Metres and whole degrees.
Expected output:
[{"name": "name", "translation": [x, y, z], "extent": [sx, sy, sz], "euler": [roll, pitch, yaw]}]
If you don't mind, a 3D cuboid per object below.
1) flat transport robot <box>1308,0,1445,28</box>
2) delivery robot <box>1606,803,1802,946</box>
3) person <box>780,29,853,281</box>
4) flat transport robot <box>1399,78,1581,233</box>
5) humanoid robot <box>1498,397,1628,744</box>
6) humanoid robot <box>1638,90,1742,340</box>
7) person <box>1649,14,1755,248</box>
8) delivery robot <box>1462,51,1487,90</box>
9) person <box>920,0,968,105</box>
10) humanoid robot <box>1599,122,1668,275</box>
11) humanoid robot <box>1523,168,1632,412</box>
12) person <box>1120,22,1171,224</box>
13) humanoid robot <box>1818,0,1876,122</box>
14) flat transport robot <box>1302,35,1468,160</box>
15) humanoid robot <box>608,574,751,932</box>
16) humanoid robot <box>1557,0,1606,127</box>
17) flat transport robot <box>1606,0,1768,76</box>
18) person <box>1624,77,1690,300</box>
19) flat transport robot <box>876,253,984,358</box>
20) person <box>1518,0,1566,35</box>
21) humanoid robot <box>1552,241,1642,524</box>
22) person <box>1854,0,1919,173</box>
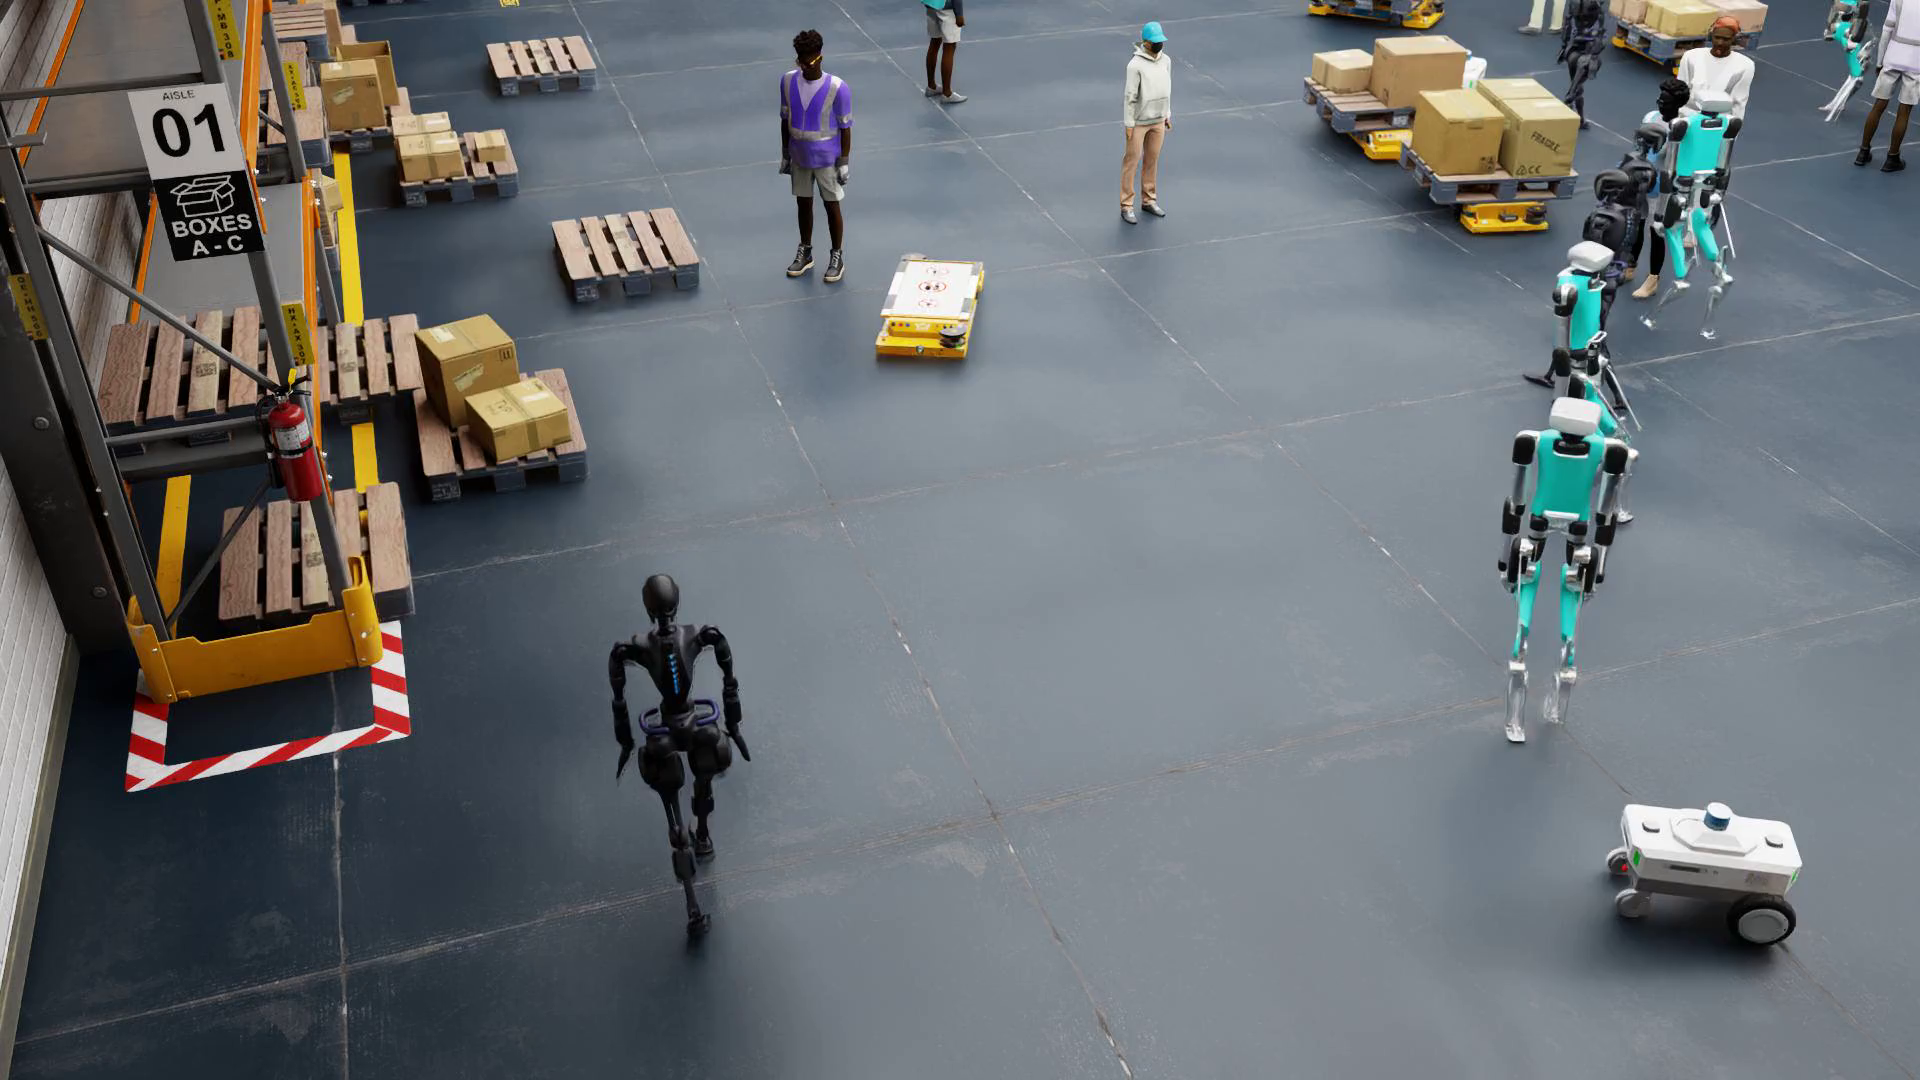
[{"name": "flat transport robot", "translation": [4.862, -6.219, 19.397], "extent": [1.431, 0.231, 0.659], "euler": [17, 37, 24]}, {"name": "delivery robot", "translation": [3.334, 1.438, 7.409], "extent": [0.812, 0.614, 0.499], "euler": [6, 34, 9]}, {"name": "person", "translation": [-1.122, -2.966, 12.859], "extent": [0.602, 1.962, 0.368], "euler": [13, 35, 19]}, {"name": "flat transport robot", "translation": [4.546, -3.036, 14.514], "extent": [0.659, 0.231, 1.431], "euler": [-3, 33, -5]}, {"name": "humanoid robot", "translation": [2.883, 0.241, 8.168], "extent": [0.560, 1.787, 0.801], "euler": [10, 34, 15]}, {"name": "humanoid robot", "translation": [5.377, -2.269, 12.031], "extent": [0.532, 1.801, 0.799], "euler": [-6, 34, -8]}, {"name": "person", "translation": [5.997, -3.310, 13.463], "extent": [0.574, 1.879, 0.353], "euler": [20, 38, 28]}, {"name": "delivery robot", "translation": [5.004, -4.563, 16.603], "extent": [0.499, 0.603, 0.803], "euler": [15, 36, 21]}, {"name": "person", "translation": [-0.161, -5.314, 16.493], "extent": [0.454, 1.931, 0.554], "euler": [-20, 38, -28]}, {"name": "humanoid robot", "translation": [4.696, -2.216, 11.969], "extent": [0.421, 1.637, 0.597], "euler": [3, 33, 5]}, {"name": "humanoid robot", "translation": [4.296, -1.678, 11.193], "extent": [0.795, 1.626, 0.620], "euler": [20, 38, 27]}, {"name": "person", "translation": [1.567, -3.500, 13.938], "extent": [0.462, 1.675, 0.375], "euler": [-19, 38, -26]}, {"name": "humanoid robot", "translation": [8.715, -4.912, 16.077], "extent": [0.709, 1.819, 0.540], "euler": [-3, 33, -5]}, {"name": "flat transport robot", "translation": [4.020, -3.997, 15.989], "extent": [0.659, 0.231, 1.431], "euler": [-5, 33, -8]}, {"name": "humanoid robot", "translation": [-1.194, 0.917, 7.227], "extent": [0.588, 1.645, 0.780], "euler": [-10, 34, -15]}, {"name": "humanoid robot", "translation": [5.849, -4.607, 15.654], "extent": [0.687, 1.629, 0.609], "euler": [-9, 34, -13]}, {"name": "flat transport robot", "translation": [7.743, -5.264, 17.933], "extent": [0.659, 0.231, 1.431], "euler": [-8, 34, -12]}, {"name": "person", "translation": [5.282, -2.685, 12.673], "extent": [0.319, 1.690, 0.528], "euler": [-12, 35, -17]}, {"name": "flat transport robot", "translation": [-0.209, -1.784, 12.595], "extent": [0.659, 0.231, 1.431], "euler": [4, 33, 5]}, {"name": "person", "translation": [6.728, -6.515, 18.423], "extent": [0.722, 1.838, 0.414], "euler": [4, 33, 6]}, {"name": "humanoid robot", "translation": [3.833, -0.824, 9.791], "extent": [0.887, 1.789, 0.557], "euler": [24, 40, 32]}, {"name": "person", "translation": [8.475, -4.269, 14.878], "extent": [0.352, 1.940, 0.541], "euler": [-27, 42, -35]}]
